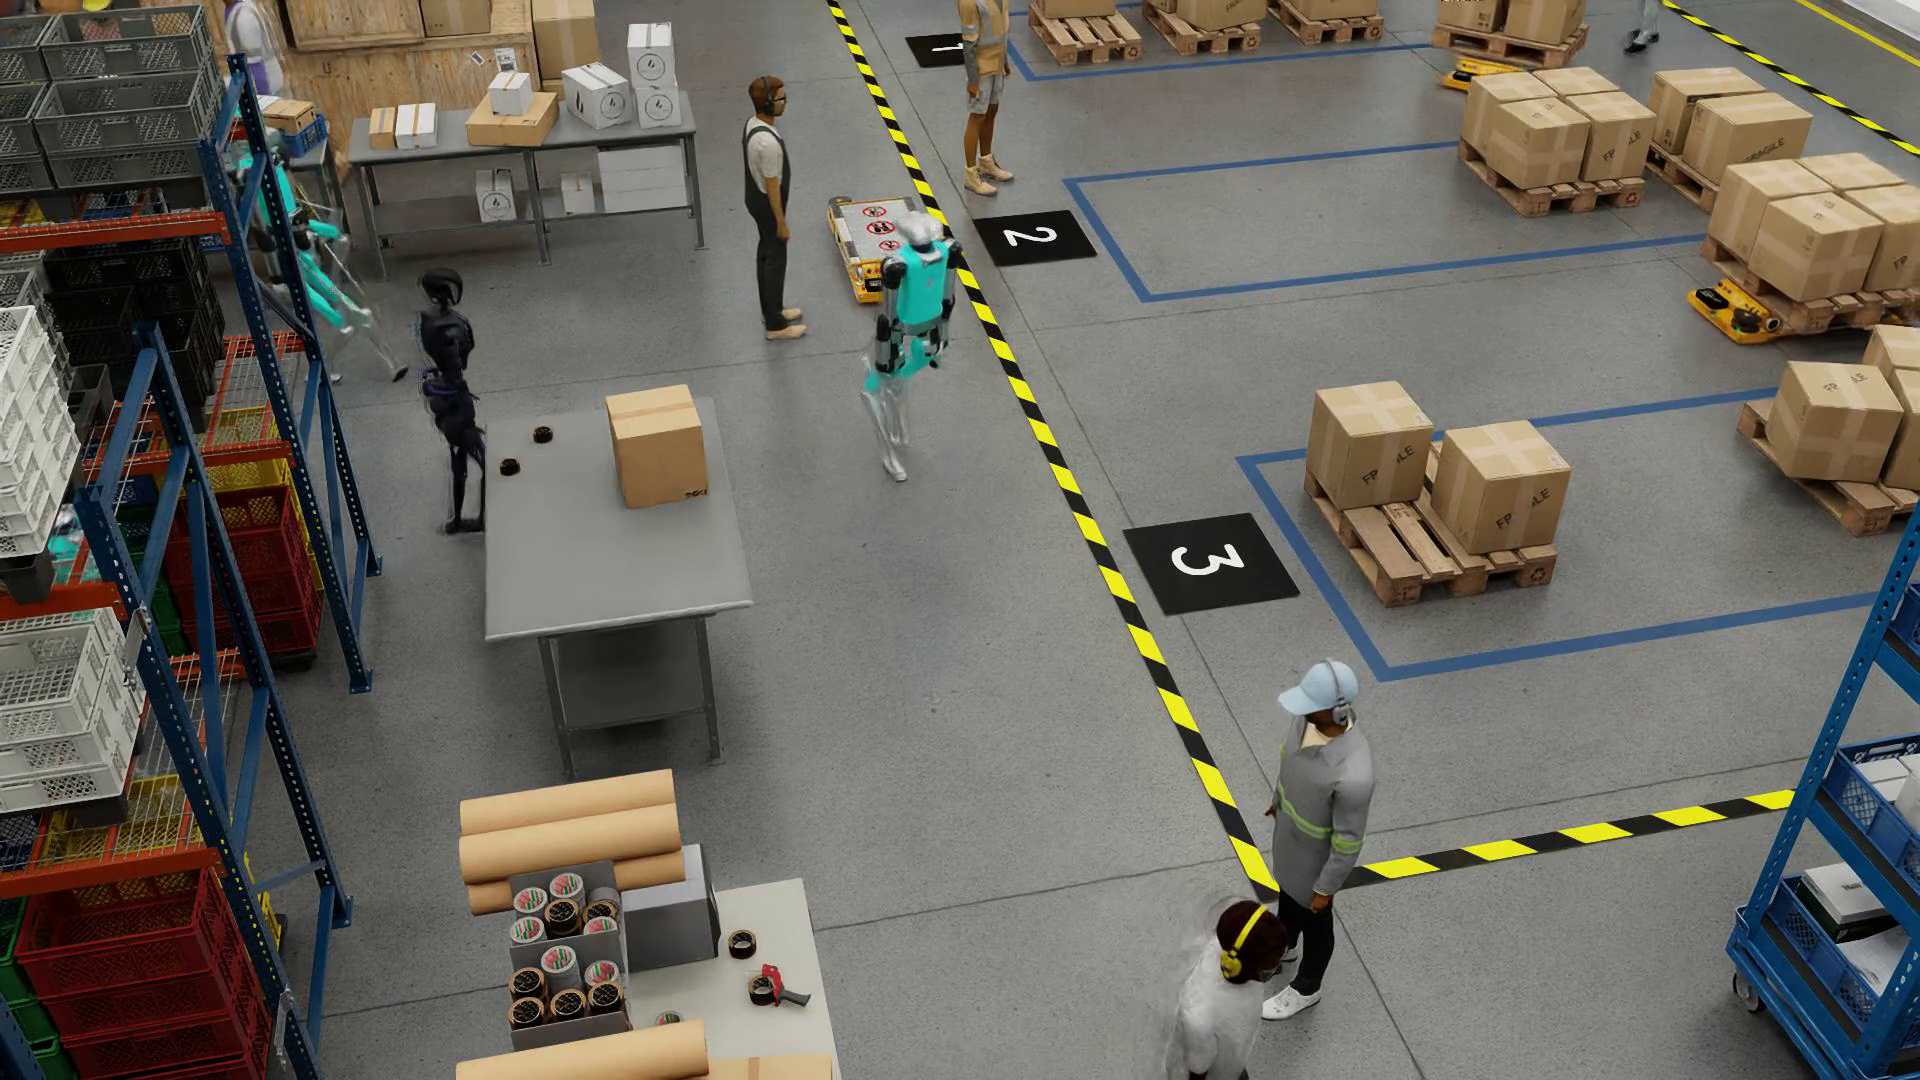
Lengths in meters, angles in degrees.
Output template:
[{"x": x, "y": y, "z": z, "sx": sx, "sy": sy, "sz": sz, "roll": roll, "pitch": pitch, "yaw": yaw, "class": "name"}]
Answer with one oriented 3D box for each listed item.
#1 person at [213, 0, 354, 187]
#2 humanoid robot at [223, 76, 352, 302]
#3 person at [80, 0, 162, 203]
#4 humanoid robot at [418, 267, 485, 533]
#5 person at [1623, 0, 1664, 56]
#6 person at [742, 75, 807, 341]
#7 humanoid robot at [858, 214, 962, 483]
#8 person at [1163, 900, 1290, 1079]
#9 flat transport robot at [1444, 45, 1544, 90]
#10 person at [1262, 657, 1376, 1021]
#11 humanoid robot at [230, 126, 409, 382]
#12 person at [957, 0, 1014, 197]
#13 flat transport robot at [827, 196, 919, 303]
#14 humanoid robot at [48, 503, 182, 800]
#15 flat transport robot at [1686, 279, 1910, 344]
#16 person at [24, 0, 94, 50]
[{"x": -5.366, "y": -3.584, "z": 12.936, "sx": 0.990, "sy": 1.998, "sz": 0.607, "roll": -21, "pitch": 41, "yaw": -26, "class": "person"}, {"x": -4.620, "y": -2.349, "z": 11.470, "sx": 0.980, "sy": 1.733, "sz": 0.542, "roll": -7, "pitch": 37, "yaw": -9, "class": "humanoid robot"}, {"x": -6.503, "y": -3.492, "z": 13.002, "sx": 0.521, "sy": 1.757, "sz": 0.351, "roll": -8, "pitch": 37, "yaw": -11, "class": "person"}, {"x": -2.859, "y": -0.759, "z": 9.400, "sx": 0.443, "sy": 1.644, "sz": 0.587, "roll": -16, "pitch": 40, "yaw": -20, "class": "humanoid robot"}, {"x": 6.612, "y": -5.498, "z": 15.685, "sx": 0.414, "sy": 1.776, "sz": 0.664, "roll": 6, "pitch": 37, "yaw": 8, "class": "person"}, {"x": -1.269, "y": -2.234, "z": 11.246, "sx": 0.350, "sy": 1.841, "sz": 0.505, "roll": -10, "pitch": 38, "yaw": -13, "class": "person"}, {"x": -0.409, "y": -1.178, "z": 9.949, "sx": 0.541, "sy": 1.819, "sz": 0.824, "roll": -27, "pitch": 44, "yaw": -31, "class": "humanoid robot"}, {"x": 0.941, "y": 1.887, "z": 5.726, "sx": 0.984, "sy": 1.807, "sz": 0.524, "roll": 22, "pitch": 42, "yaw": 27, "class": "person"}, {"x": 5.103, "y": -4.510, "z": 15.592, "sx": 0.652, "sy": 0.197, "sz": 1.431, "roll": 21, "pitch": 41, "yaw": 25, "class": "flat transport robot"}, {"x": 1.368, "y": 1.185, "z": 6.635, "sx": 0.389, "sy": 1.852, "sz": 0.586, "roll": -7, "pitch": 37, "yaw": -10, "class": "person"}, {"x": -4.049, "y": -1.743, "z": 10.712, "sx": 0.923, "sy": 1.816, "sz": 0.555, "roll": 8, "pitch": 37, "yaw": 10, "class": "humanoid robot"}, {"x": 0.224, "y": -3.743, "z": 13.096, "sx": 0.366, "sy": 2.048, "sz": 0.606, "roll": 18, "pitch": 40, "yaw": 23, "class": "person"}, {"x": -0.570, "y": -2.220, "z": 12.538, "sx": 0.659, "sy": 0.231, "sz": 1.431, "roll": -8, "pitch": 37, "yaw": -10, "class": "flat transport robot"}, {"x": -4.198, "y": 0.503, "z": 7.694, "sx": 0.872, "sy": 1.818, "sz": 0.552, "roll": 7, "pitch": 37, "yaw": 10, "class": "humanoid robot"}, {"x": 6.004, "y": -1.709, "z": 11.827, "sx": 1.431, "sy": 0.197, "sz": 0.652, "roll": -8, "pitch": 37, "yaw": -10, "class": "flat transport robot"}, {"x": -7.853, "y": -4.668, "z": 14.487, "sx": 0.605, "sy": 1.878, "sz": 0.967, "roll": 7, "pitch": 37, "yaw": 9, "class": "person"}]
